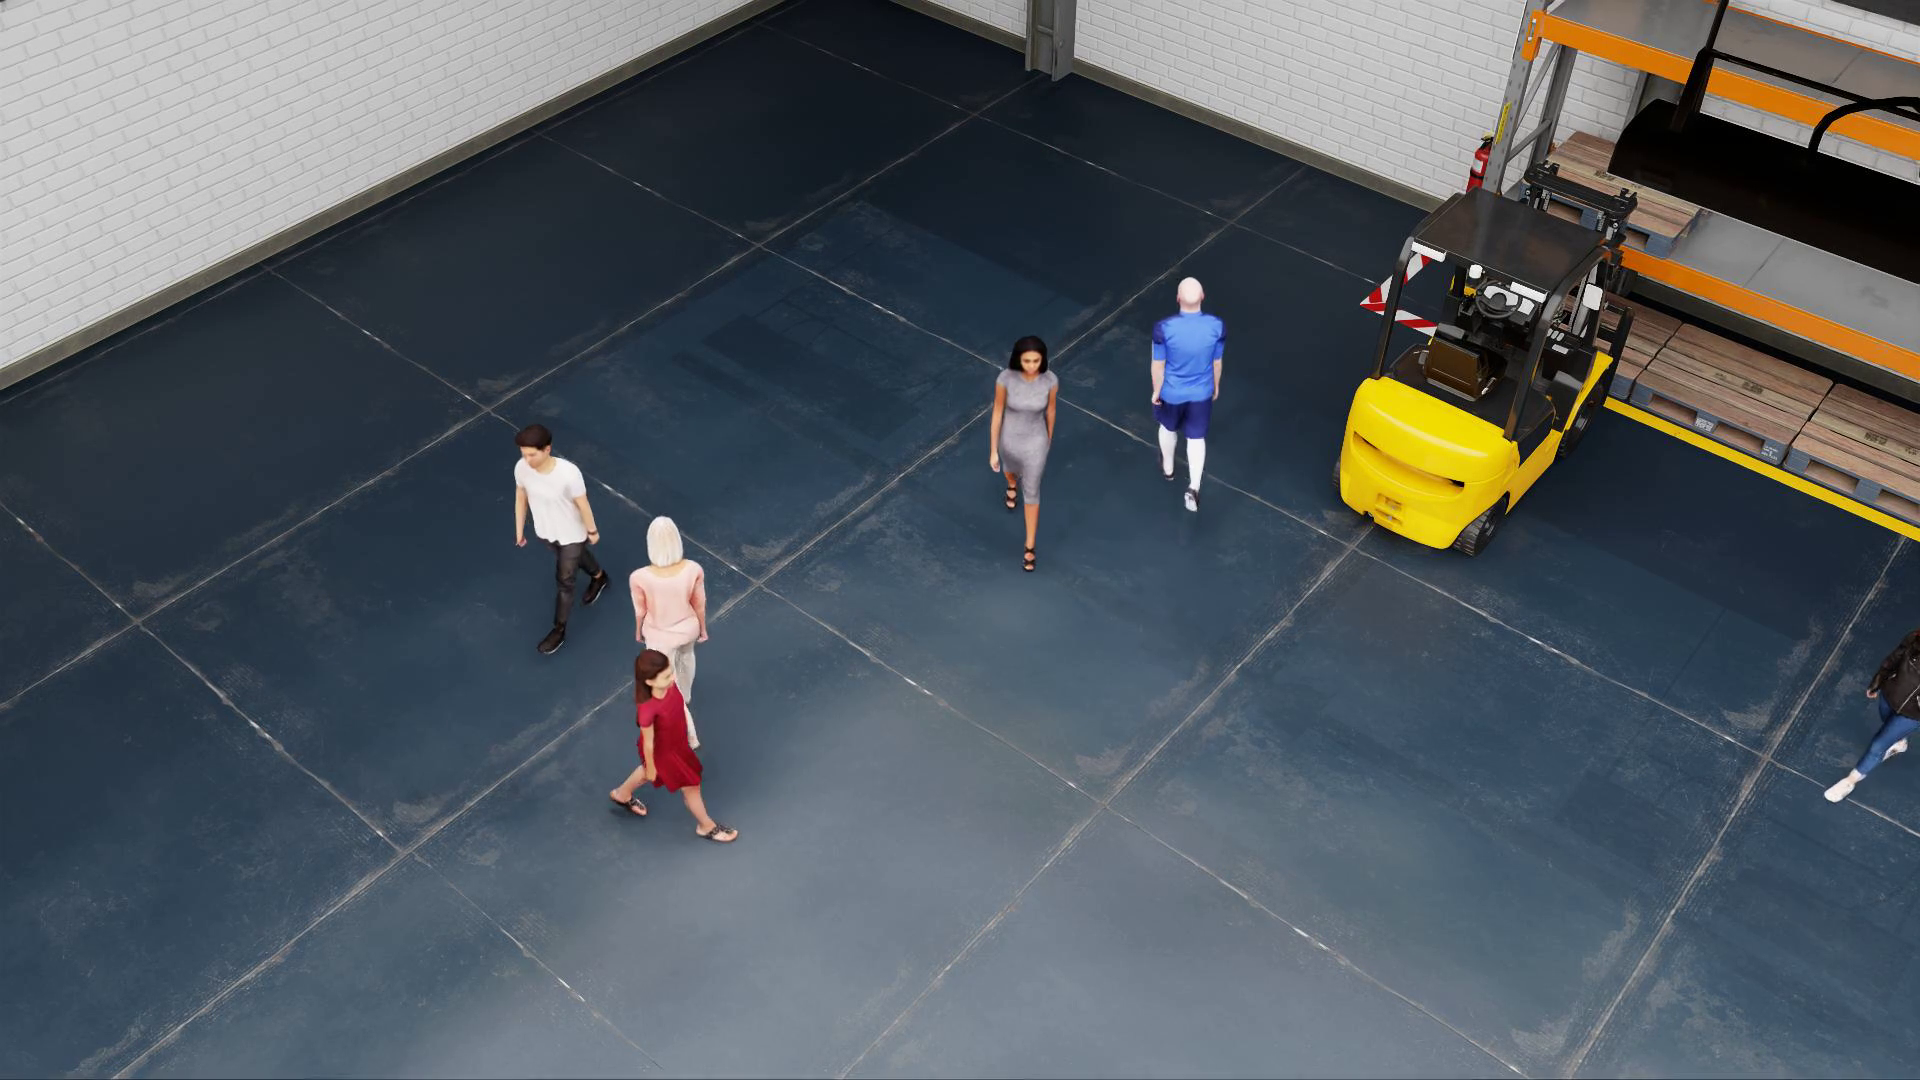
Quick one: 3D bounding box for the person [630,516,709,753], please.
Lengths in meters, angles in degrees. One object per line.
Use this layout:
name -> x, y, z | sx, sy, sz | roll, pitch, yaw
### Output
person -> -1.737, 0.599, 10.116 | 0.917, 1.701, 1.134 | -16, 46, -16

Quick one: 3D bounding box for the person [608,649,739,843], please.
person -> -1.786, 1.168, 9.645 | 1.106, 1.527, 0.871 | 7, 44, 8

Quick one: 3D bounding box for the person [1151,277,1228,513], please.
person -> 1.583, -0.999, 11.709 | 1.100, 1.818, 1.135 | -1, 44, -1

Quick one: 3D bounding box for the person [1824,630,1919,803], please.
person -> 5.704, 0.933, 9.950 | 0.890, 1.446, 1.003 | -19, 47, -19

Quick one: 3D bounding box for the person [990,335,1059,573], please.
person -> 0.412, -0.720, 11.479 | 1.116, 1.731, 1.094 | 2, 44, 2

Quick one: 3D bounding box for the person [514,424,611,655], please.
person -> -2.573, -0.129, 10.898 | 1.087, 1.676, 0.900 | 18, 47, 18
